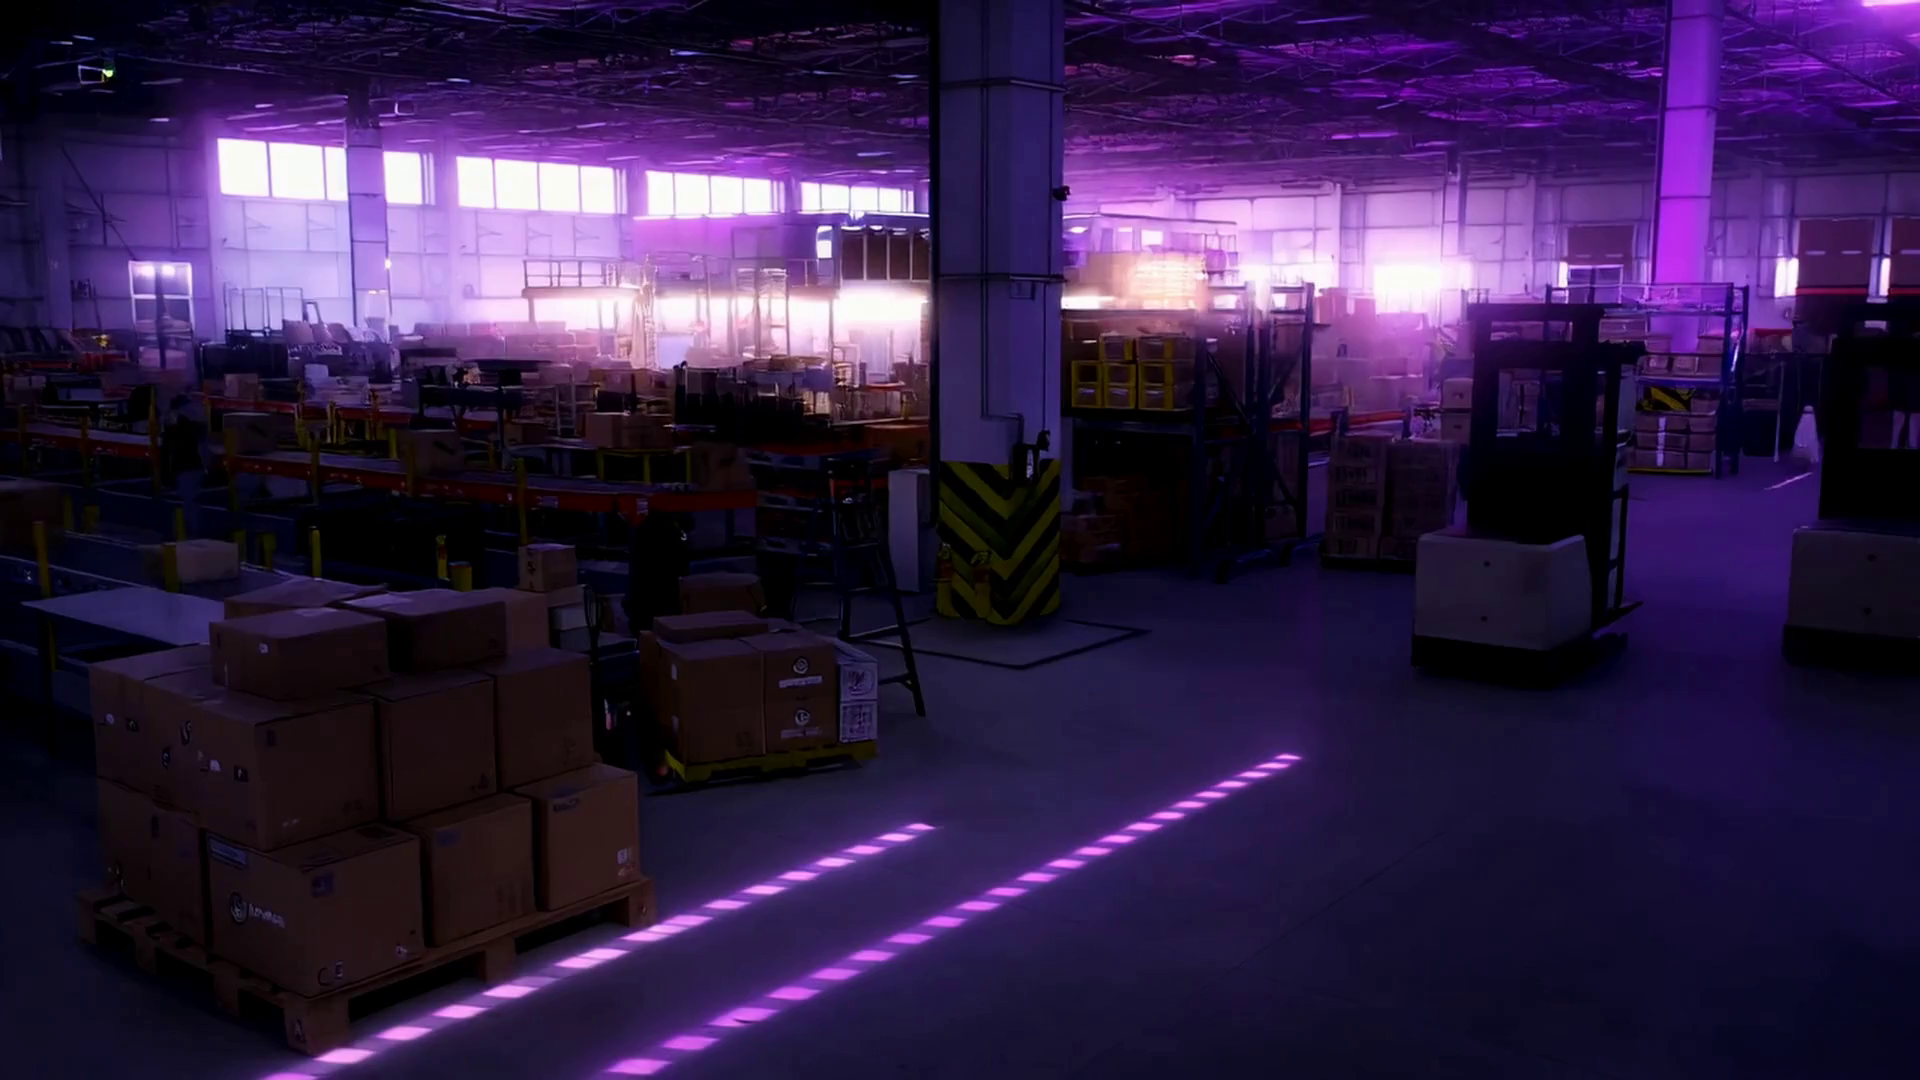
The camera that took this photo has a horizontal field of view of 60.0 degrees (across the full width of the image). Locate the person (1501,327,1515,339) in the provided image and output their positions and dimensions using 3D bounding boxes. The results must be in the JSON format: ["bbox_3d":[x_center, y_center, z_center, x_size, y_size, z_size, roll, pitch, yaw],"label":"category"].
[{"bbox_3d":[16.549,-5.491,50.315,0.603,1.865,0.978,-1,9,-10],"label":"person"}]

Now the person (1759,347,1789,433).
[{"bbox_3d":[16.915,-3.105,34.505,0.593,1.795,0.908,-2,9,-13],"label":"person"}]

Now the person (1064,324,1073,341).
[{"bbox_3d":[3.949,-7.012,60.716,0.430,1.833,0.521,1,8,7],"label":"person"}]

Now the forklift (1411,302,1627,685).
[{"bbox_3d":[4.379,-0.438,12.852,1.129,2.768,1.873,7,11,37],"label":"forklift"}]

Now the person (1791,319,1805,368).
[{"bbox_3d":[32.174,-7.517,63.813,0.419,1.922,0.553,-1,8,-4],"label":"person"}]

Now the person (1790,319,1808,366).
[{"bbox_3d":[33.546,-7.883,66.420,0.601,1.880,0.974,-3,9,-21],"label":"person"}]

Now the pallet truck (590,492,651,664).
[{"bbox_3d":[-3.115,0.344,12.883,0.653,1.274,1.630,7,11,37],"label":"pallet truck"}]

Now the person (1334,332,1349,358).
[{"bbox_3d":[10.014,-4.494,43.494,0.884,1.910,0.554,6,10,36],"label":"person"}]

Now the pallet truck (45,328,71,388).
[{"bbox_3d":[-23.775,-4.544,43.495,1.885,1.965,0.823,6,10,35],"label":"pallet truck"}]

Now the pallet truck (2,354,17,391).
[{"bbox_3d":[-24.881,-4.417,42.634,1.885,1.965,0.823,8,11,41],"label":"pallet truck"}]

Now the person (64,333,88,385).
[{"bbox_3d":[-22.471,-4.293,42.236,0.681,1.881,0.519,4,9,23],"label":"person"}]

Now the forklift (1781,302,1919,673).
[{"bbox_3d":[7.369,-0.486,13.177,1.129,2.768,1.873,6,11,37],"label":"forklift"}]

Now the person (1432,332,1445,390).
[{"bbox_3d":[14.048,-5.217,48.808,0.326,1.767,0.533,4,10,28],"label":"person"}]

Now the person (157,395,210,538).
[{"bbox_3d":[-8.893,-0.776,18.962,0.746,1.741,0.530,4,9,23],"label":"person"}]

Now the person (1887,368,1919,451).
[{"bbox_3d":[15.657,-2.168,27.469,0.622,1.996,0.369,3,9,22],"label":"person"}]

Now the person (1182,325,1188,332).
[{"bbox_3d":[7.284,-6.017,53.866,0.312,1.865,0.536,4,9,26],"label":"person"}]

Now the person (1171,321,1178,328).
[{"bbox_3d":[7.445,-6.677,58.053,0.650,1.935,0.779,-2,9,-13],"label":"person"}]

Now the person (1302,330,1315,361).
[{"bbox_3d":[9.951,-5.087,47.560,1.008,1.891,0.550,4,10,28],"label":"person"}]

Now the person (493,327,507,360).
[{"bbox_3d":[-12.051,-4.578,43.600,0.475,2.025,0.625,-3,9,-18],"label":"person"}]

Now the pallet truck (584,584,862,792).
[{"bbox_3d":[-1.426,0.805,10.019,1.601,1.201,0.680,-4,9,-26],"label":"pallet truck"}]

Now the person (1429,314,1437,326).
[{"bbox_3d":[22.705,-9.894,79.908,0.990,1.901,0.625,-1,9,-8],"label":"person"}]
